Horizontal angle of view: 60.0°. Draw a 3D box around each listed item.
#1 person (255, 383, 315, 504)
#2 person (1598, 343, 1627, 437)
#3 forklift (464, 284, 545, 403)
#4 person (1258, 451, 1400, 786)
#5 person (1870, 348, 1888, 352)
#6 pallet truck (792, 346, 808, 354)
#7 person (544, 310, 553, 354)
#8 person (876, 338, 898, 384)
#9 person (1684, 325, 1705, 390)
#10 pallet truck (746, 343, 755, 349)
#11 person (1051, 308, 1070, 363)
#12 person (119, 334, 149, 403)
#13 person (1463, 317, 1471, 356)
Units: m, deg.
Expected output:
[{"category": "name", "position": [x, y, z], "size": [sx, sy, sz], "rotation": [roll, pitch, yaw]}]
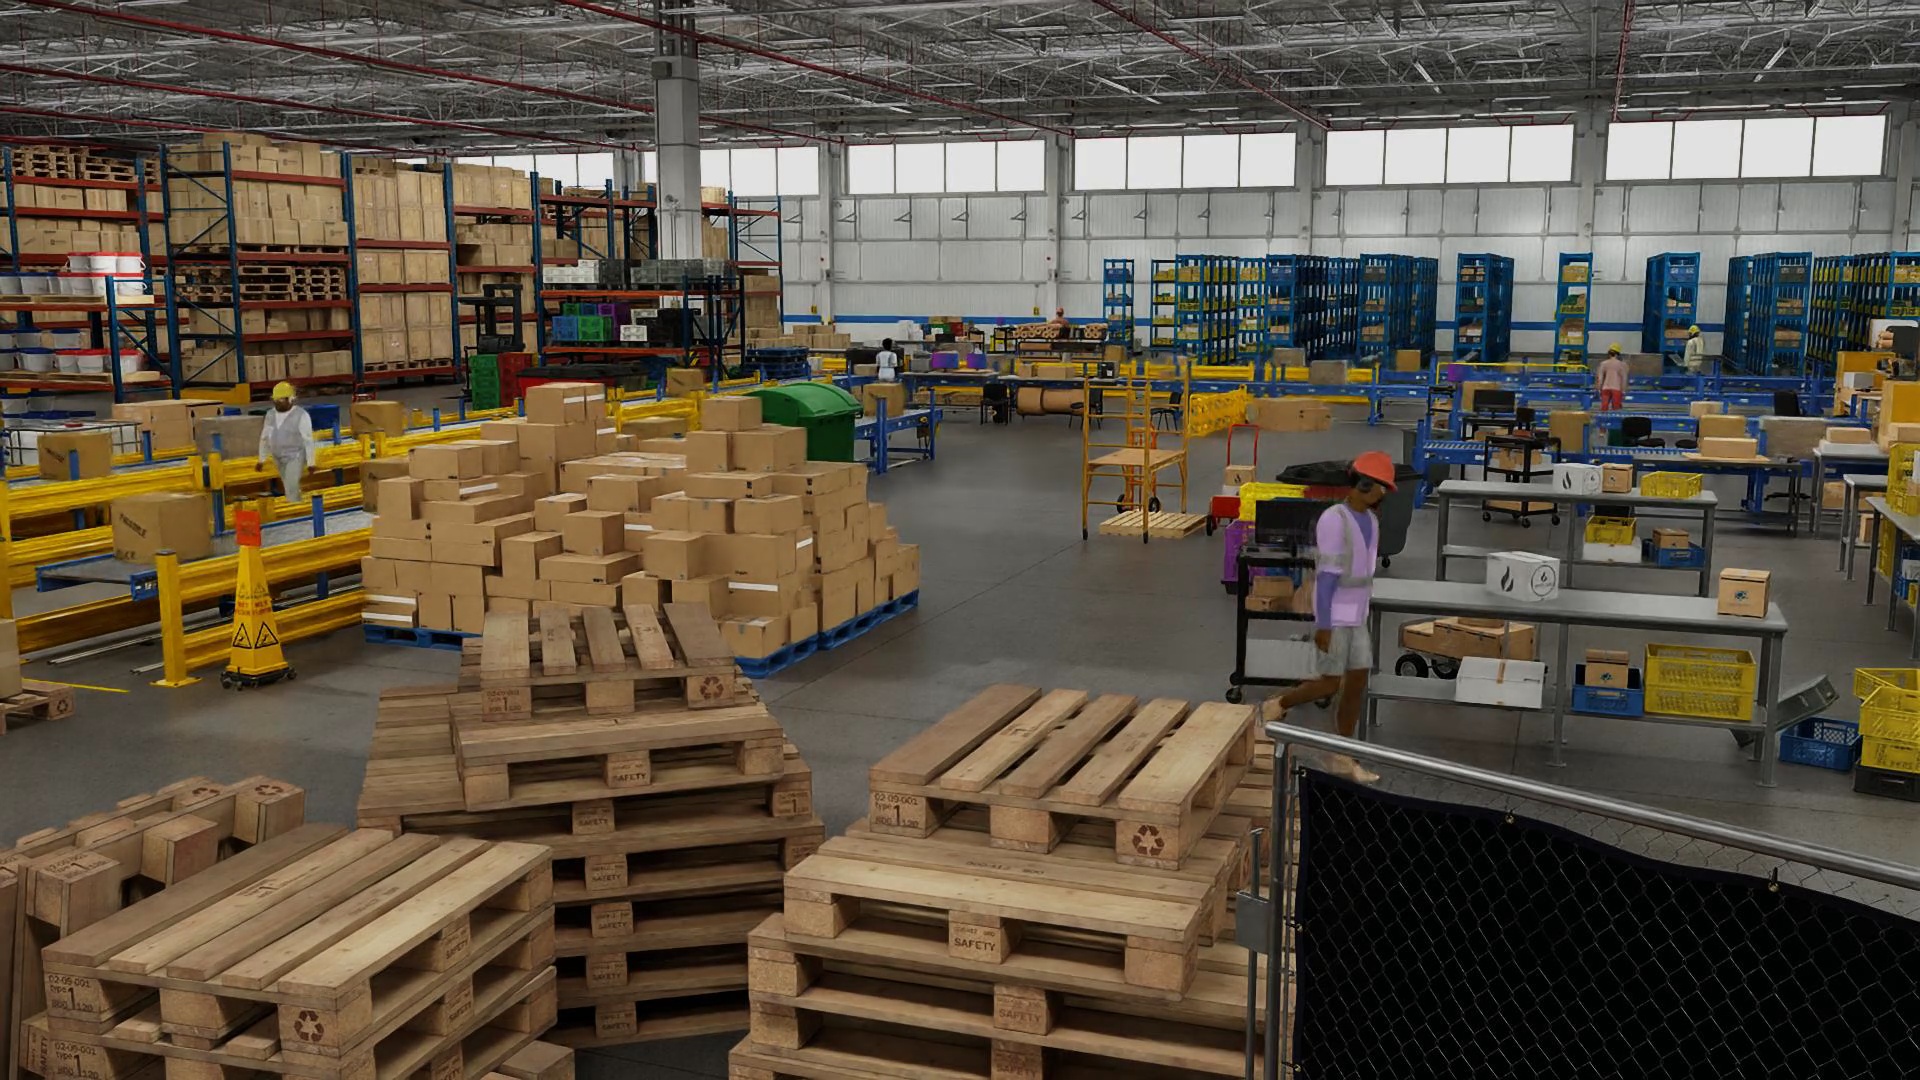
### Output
[{"category": "person", "position": [-7.871, -0.923, 19.305], "size": [0.614, 1.790, 0.897], "rotation": [3, 10, 20]}, {"category": "person", "position": [12.184, -2.784, 31.054], "size": [0.524, 1.770, 0.315], "rotation": [8, 12, 40]}, {"category": "forklift", "position": [-10.832, -4.702, 39.610], "size": [1.129, 2.768, 1.873], "rotation": [3, 10, 20]}, {"category": "person", "position": [2.227, 0.448, 10.044], "size": [0.684, 1.991, 0.770], "rotation": [-9, 13, -44]}, {"category": "person", "position": [21.094, -4.031, 38.475], "size": [0.657, 1.889, 0.680], "rotation": [5, 10, 27]}, {"category": "pallet truck", "position": [-3.705, -4.298, 42.022], "size": [0.653, 1.274, 1.630], "rotation": [3, 10, 20]}, {"category": "person", "position": [-14.484, -7.139, 58.162], "size": [0.628, 1.846, 0.429], "rotation": [-4, 10, -26]}, {"category": "person", "position": [-1.558, -3.494, 35.728], "size": [0.540, 1.696, 0.317], "rotation": [6, 11, 33]}, {"category": "person", "position": [17.719, -4.275, 40.218], "size": [0.598, 1.828, 0.404], "rotation": [-6, 11, -32]}, {"category": "pallet truck", "position": [-6.183, -4.618, 44.264], "size": [1.601, 1.201, 0.680], "rotation": [-9, 12, -43]}, {"category": "person", "position": [3.223, -6.457, 53.401], "size": [0.611, 1.995, 0.381], "rotation": [2, 9, 12]}, {"category": "person", "position": [-16.430, -3.134, 32.877], "size": [0.762, 1.887, 0.643], "rotation": [4, 10, 24]}, {"category": "person", "position": [17.912, -7.265, 58.956], "size": [0.436, 1.833, 0.578], "rotation": [6, 11, 35]}]
